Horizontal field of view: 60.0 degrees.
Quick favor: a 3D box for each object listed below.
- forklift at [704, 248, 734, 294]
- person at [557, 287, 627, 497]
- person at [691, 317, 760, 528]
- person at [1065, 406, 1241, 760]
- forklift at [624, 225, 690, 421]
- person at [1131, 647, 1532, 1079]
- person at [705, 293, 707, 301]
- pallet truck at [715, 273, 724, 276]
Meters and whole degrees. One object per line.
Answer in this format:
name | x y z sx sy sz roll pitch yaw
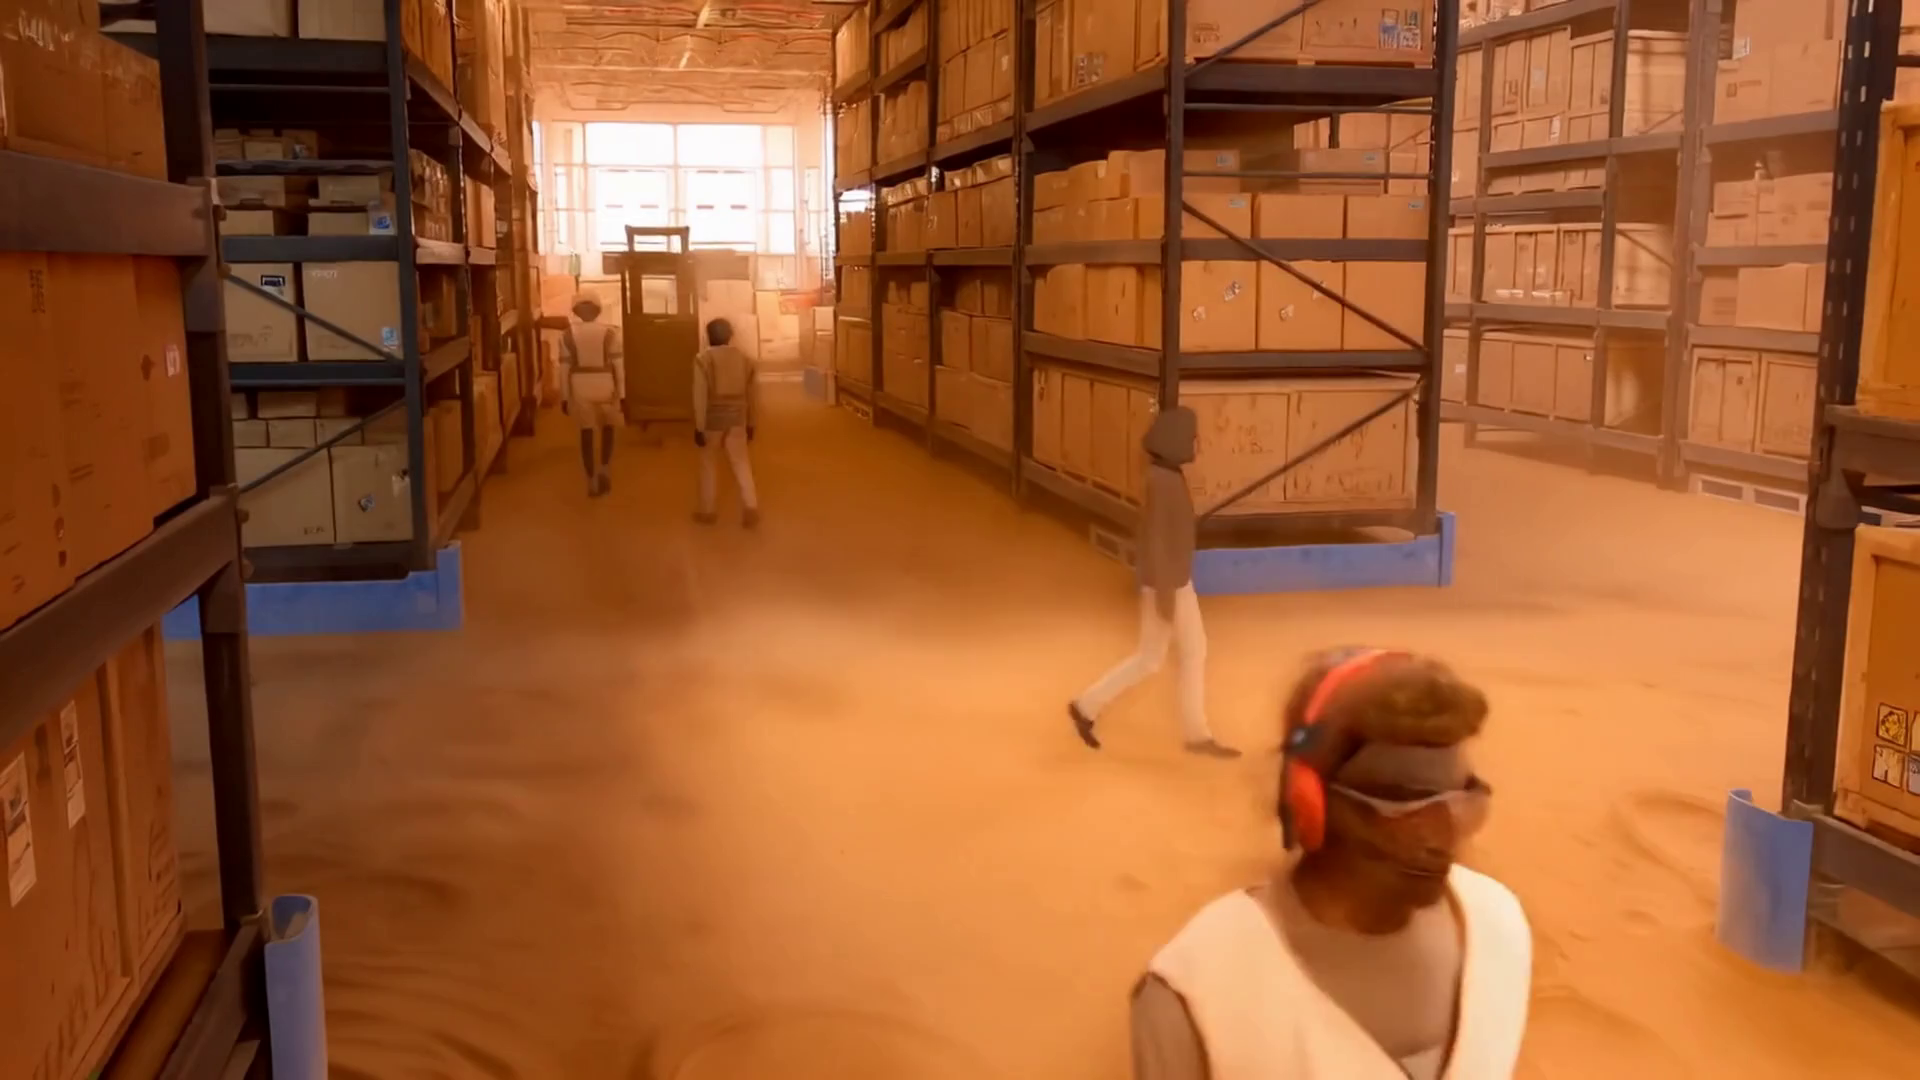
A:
forklift | -7.619 -7.879 52.846 1.129 2.768 1.873 -7 12 -38
person | -3.564 -1.430 16.125 0.645 2.027 0.477 -2 9 -11
person | -1.998 -1.003 14.226 0.637 1.806 0.931 -6 11 -34
person | 0.878 0.195 7.472 0.736 1.609 0.504 3 10 19
forklift | -4.418 -3.225 24.482 1.129 2.768 1.873 -2 10 -12
person | 0.406 0.996 2.000 0.575 1.816 0.841 -5 11 -30
person | -6.174 -5.632 42.115 0.590 1.910 0.388 -5 11 -27
pallet truck | -8.580 -8.986 62.280 1.885 1.965 0.823 1 9 5
